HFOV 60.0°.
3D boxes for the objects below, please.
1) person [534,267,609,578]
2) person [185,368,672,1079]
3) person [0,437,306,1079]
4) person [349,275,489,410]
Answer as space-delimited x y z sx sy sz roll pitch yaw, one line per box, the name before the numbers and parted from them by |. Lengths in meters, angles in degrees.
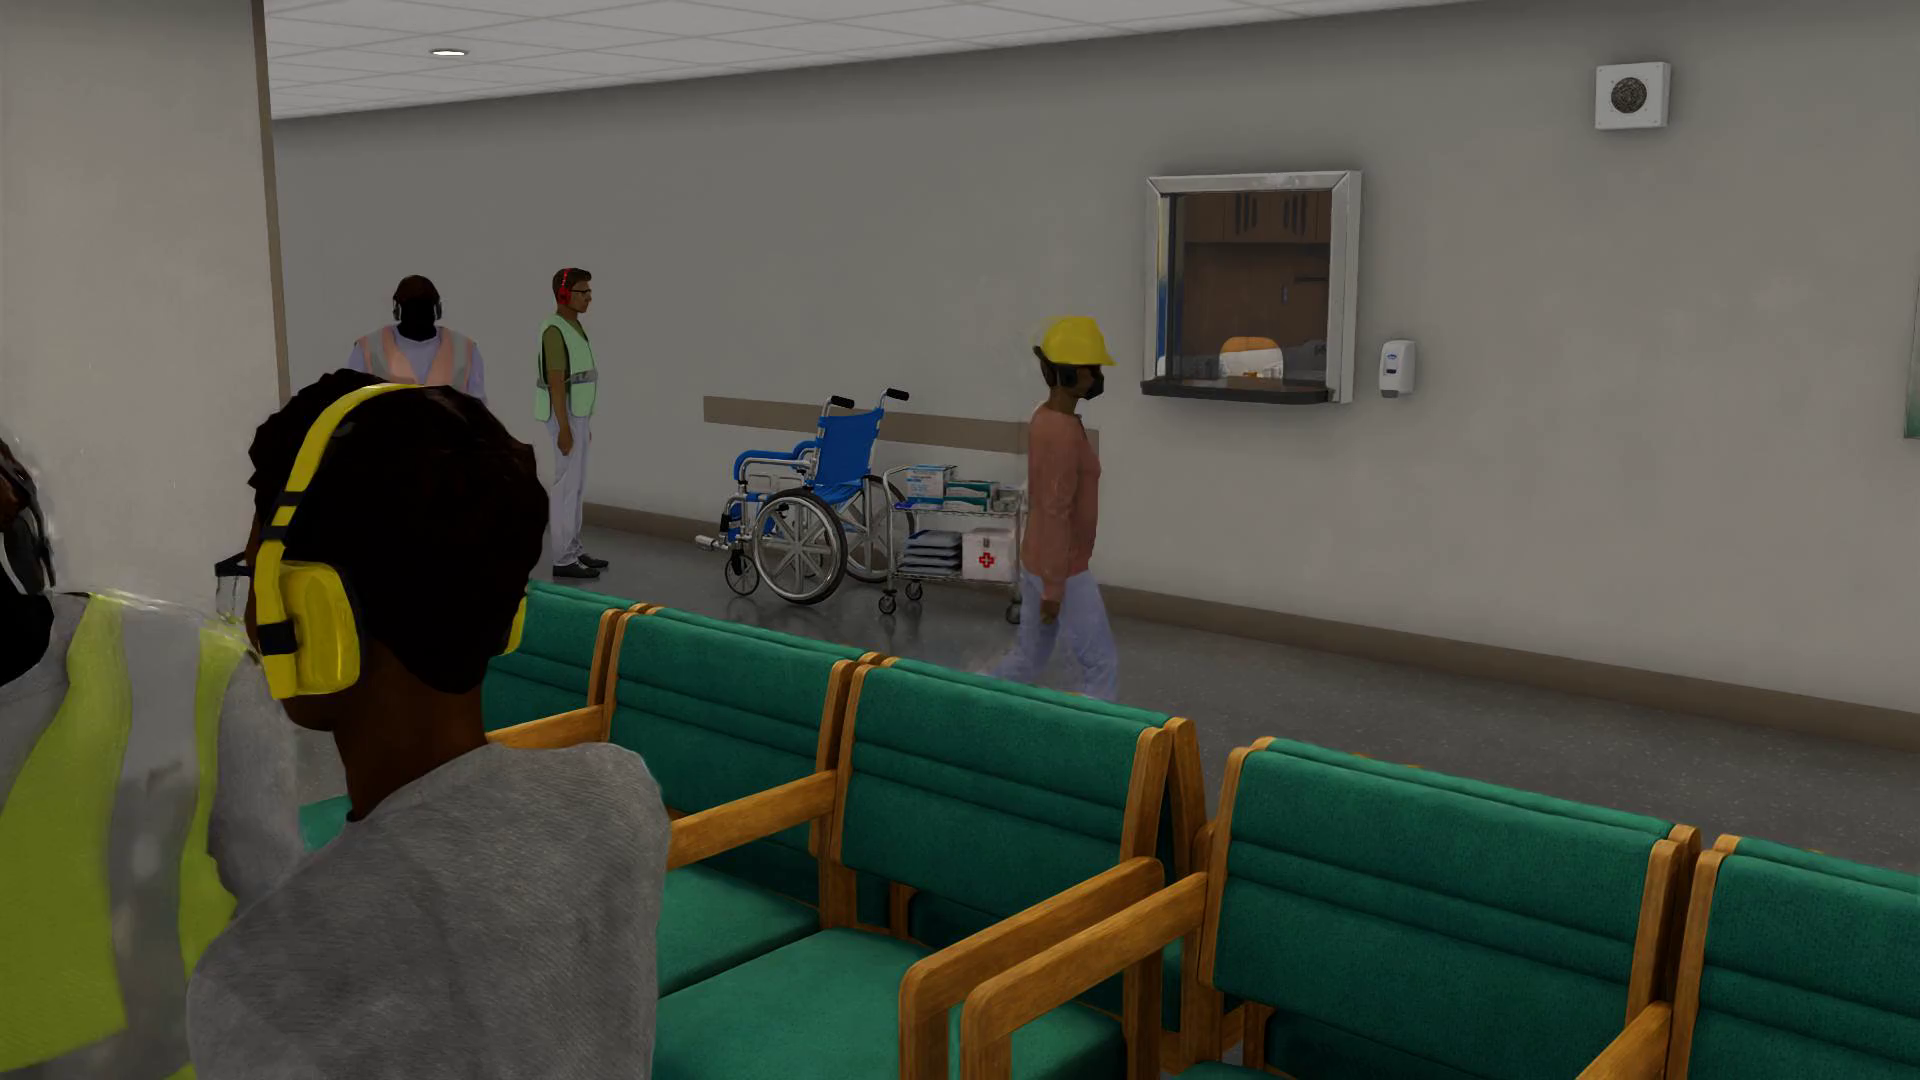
person | -2.346 -0.701 9.970 0.376 1.841 0.573 0 10 -1
person | -0.405 0.799 1.354 0.311 1.869 0.533 3 10 18
person | -1.016 0.755 1.787 0.639 1.805 0.836 -2 10 -13
person | -2.594 -0.358 8.051 0.657 1.828 0.454 -5 11 -26
